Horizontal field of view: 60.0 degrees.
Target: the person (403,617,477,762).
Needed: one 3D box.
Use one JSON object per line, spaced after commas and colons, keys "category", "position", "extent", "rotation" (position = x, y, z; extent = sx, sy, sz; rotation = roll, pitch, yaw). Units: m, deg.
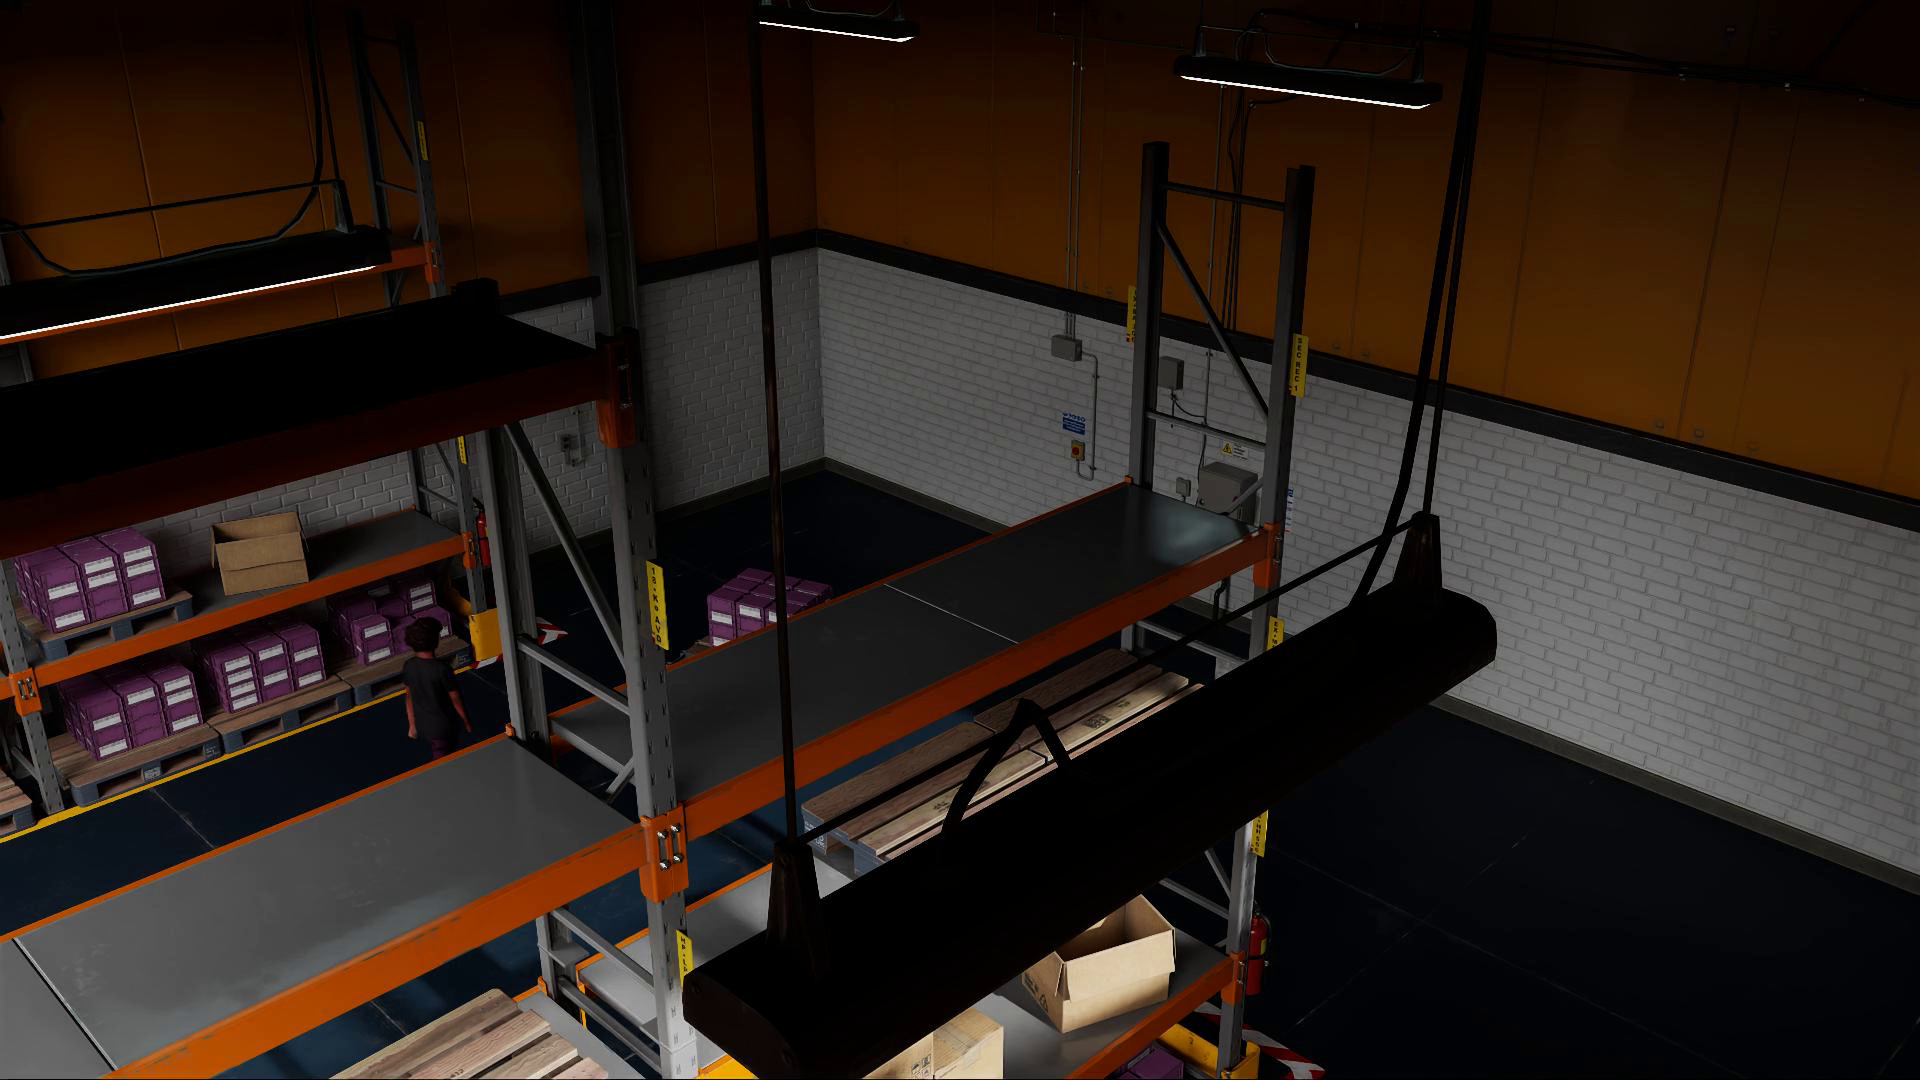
{"category": "person", "position": [-4.239, 1.500, 13.330], "extent": [0.867, 1.750, 1.199], "rotation": [11, 26, 23]}
